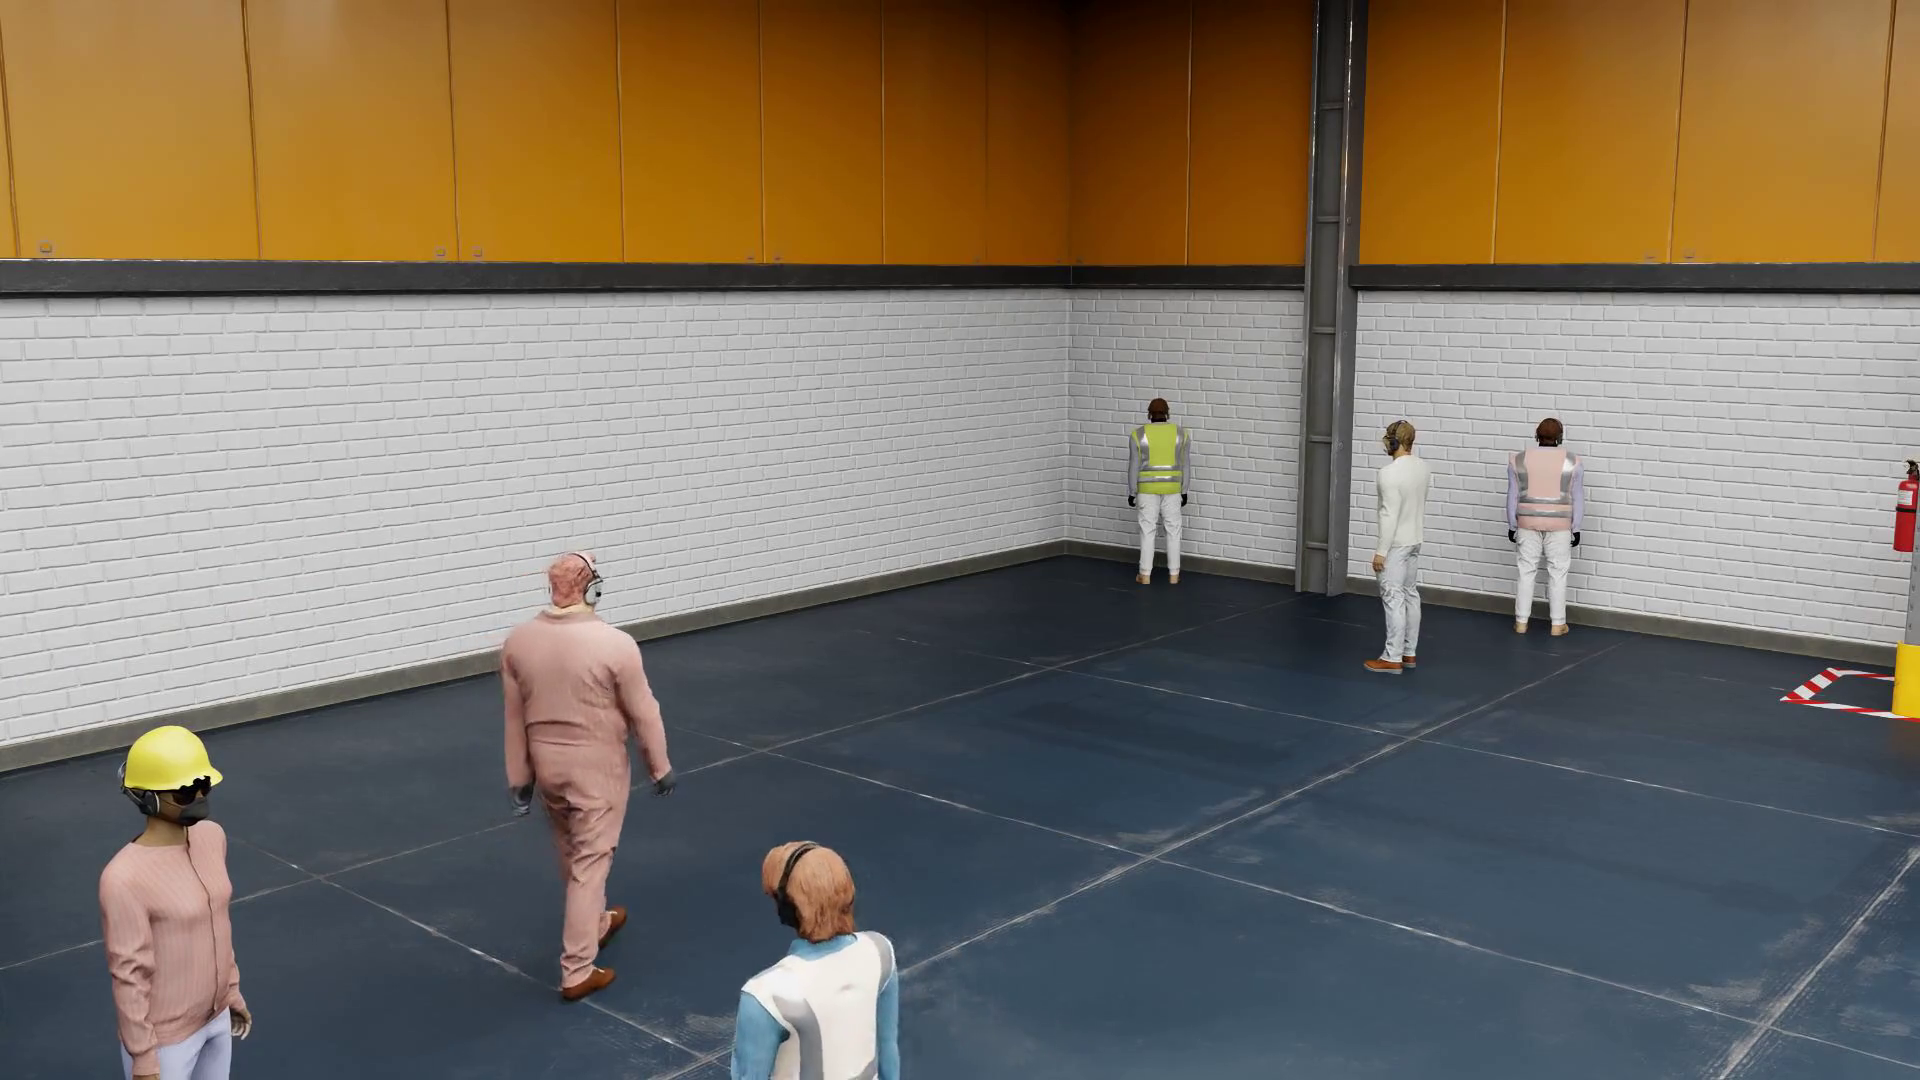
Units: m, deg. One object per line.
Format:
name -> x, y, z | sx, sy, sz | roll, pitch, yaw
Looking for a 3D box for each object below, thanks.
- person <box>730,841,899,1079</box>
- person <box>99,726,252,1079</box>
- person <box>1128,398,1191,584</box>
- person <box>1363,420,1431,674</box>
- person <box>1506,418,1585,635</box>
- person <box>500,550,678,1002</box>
person -> -0.378, 1.559, 4.240 | 0.375, 1.625, 0.516 | 7, 11, 37
person -> -2.235, 1.397, 4.805 | 0.309, 1.769, 0.525 | 1, 9, 6
person -> 1.949, -0.477, 16.355 | 0.621, 1.838, 0.429 | -1, 9, -4
person -> 3.346, 0.050, 12.717 | 0.359, 1.938, 0.635 | 8, 12, 40
person -> 4.941, -0.113, 14.054 | 0.626, 1.844, 0.429 | 4, 10, 24
person -> -1.542, 0.967, 7.177 | 0.651, 1.877, 0.825 | 4, 10, 23
